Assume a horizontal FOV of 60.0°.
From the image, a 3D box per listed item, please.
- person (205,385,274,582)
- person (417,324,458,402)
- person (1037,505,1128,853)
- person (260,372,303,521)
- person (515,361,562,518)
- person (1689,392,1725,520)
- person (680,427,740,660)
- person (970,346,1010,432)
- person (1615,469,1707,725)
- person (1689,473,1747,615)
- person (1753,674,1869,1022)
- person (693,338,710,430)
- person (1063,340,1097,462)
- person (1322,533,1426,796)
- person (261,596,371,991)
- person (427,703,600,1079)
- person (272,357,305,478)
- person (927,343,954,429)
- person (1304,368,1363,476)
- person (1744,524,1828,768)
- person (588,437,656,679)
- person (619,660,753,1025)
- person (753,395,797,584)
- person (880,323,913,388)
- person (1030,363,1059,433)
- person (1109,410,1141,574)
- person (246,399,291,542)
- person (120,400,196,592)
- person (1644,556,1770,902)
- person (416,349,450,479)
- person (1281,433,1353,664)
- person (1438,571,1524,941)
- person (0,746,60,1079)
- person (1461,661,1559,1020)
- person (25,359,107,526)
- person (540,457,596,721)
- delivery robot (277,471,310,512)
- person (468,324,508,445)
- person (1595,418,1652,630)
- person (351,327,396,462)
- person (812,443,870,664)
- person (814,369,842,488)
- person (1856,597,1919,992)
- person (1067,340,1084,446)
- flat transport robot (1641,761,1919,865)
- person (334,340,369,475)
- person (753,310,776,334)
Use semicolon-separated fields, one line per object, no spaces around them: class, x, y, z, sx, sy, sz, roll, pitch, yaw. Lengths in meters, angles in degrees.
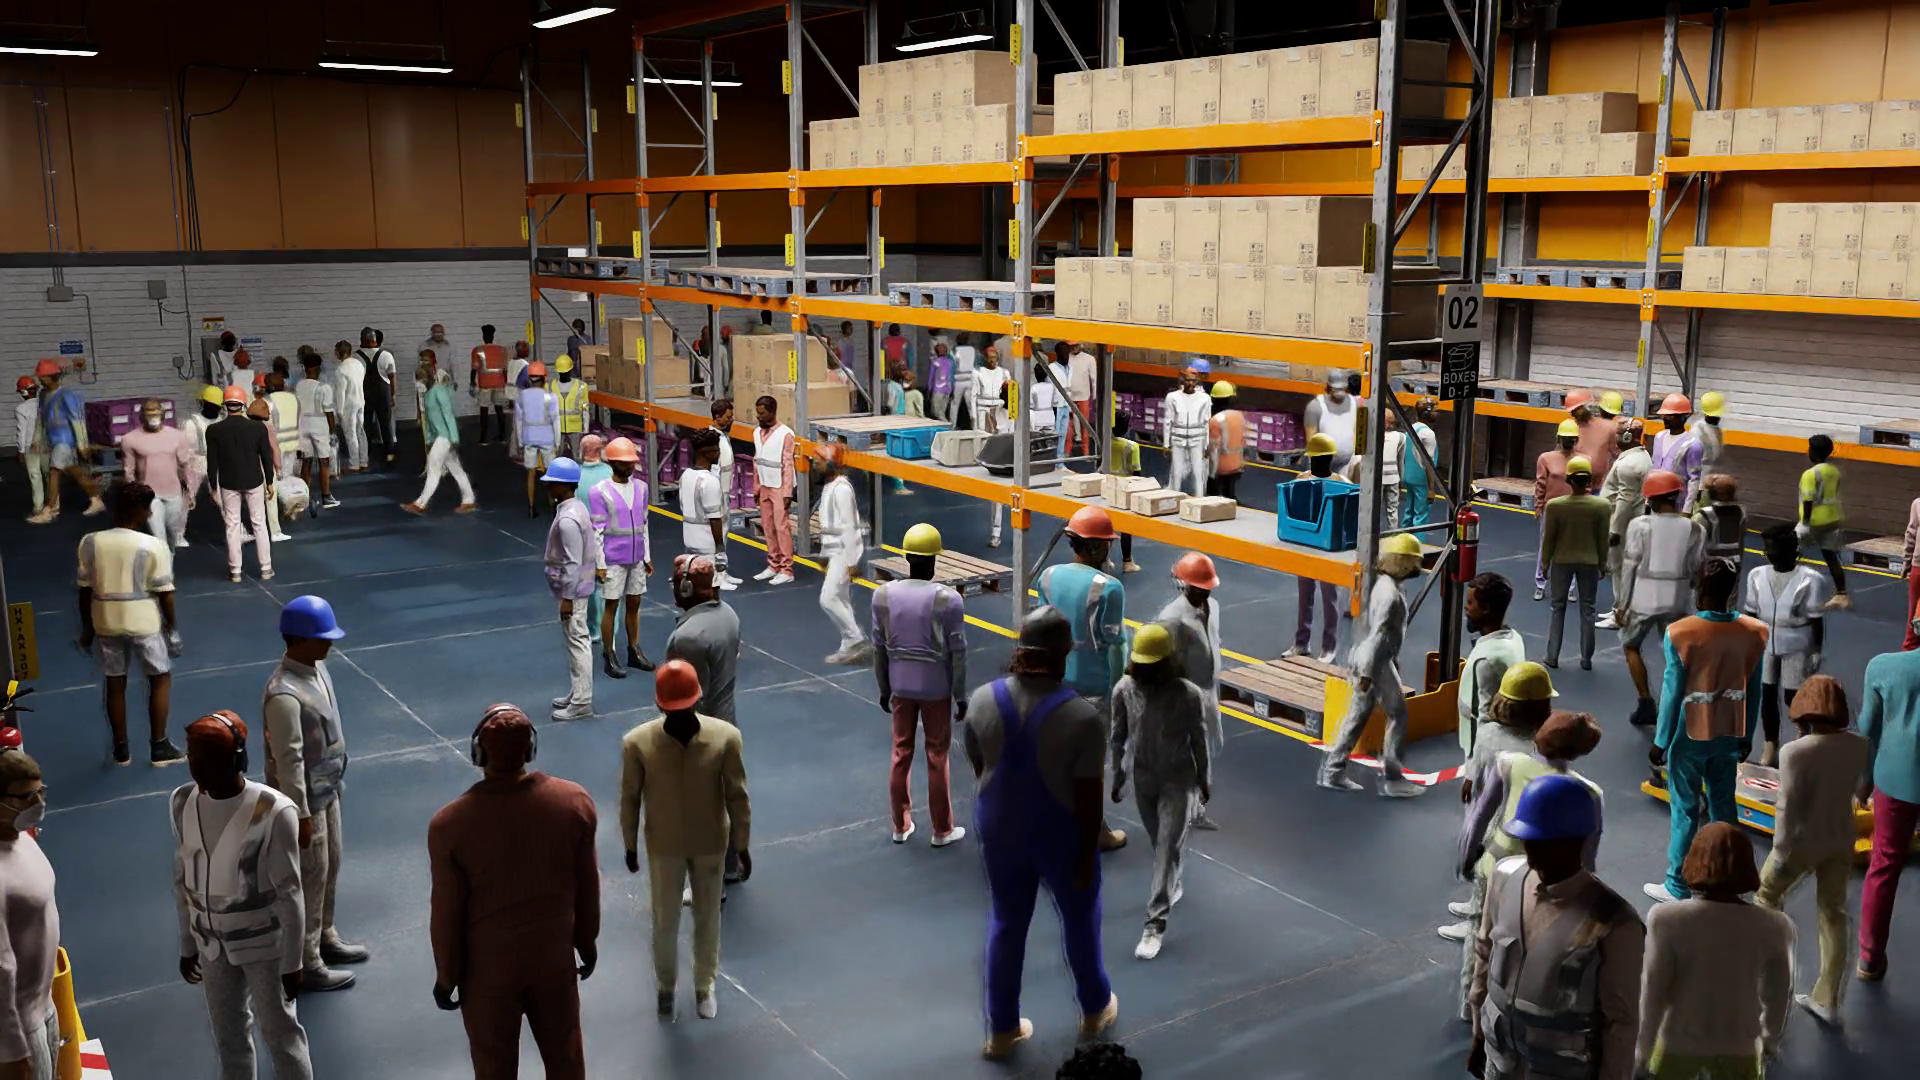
person;-7.304;-0.573;16.902;0.622;1.992;0.395;-5;12;-26
person;-8.779;-2.685;27.987;0.656;1.896;0.401;-6;12;-27
person;0.737;0.807;9.724;0.616;2.039;0.379;10;15;42
person;-8.220;-1.119;20.119;0.468;1.825;0.654;6;12;27
person;-5.155;-1.228;20.411;0.551;1.932;0.378;1;11;3
person;7.938;-0.654;17.646;0.381;1.870;0.803;11;15;43
person;-2.111;0.034;13.869;0.367;1.966;0.607;-7;13;-34
person;0.453;-1.775;23.381;0.629;1.880;0.367;-2;11;-12
person;5.014;0.446;11.887;0.655;1.910;0.459;1;11;7
person;6.174;0.272;13.556;0.528;1.616;0.385;-4;12;-18
person;3.941;1.404;7.805;0.492;1.603;0.672;-2;11;-11
person;-3.906;-2.174;25.515;0.344;1.840;0.504;0;11;-1
person;1.751;-2.149;25.012;0.622;1.984;0.423;2;11;11
person;2.702;0.802;10.607;0.751;1.698;0.500;1;11;6
person;-3.102;1.208;7.960;0.420;1.932;0.619;-2;11;-8
person;-1.679;1.547;6.282;0.651;1.906;0.403;-8;13;-34
person;-9.154;-1.589;22.633;0.637;1.794;0.912;-4;12;-19
person;-0.283;-2.436;27.374;0.548;1.619;0.486;-9;14;-39
person;4.285;-1.020;19.074;0.699;2.000;1.053;0;11;0
person;5.532;0.710;11.137;0.452;1.677;0.558;-9;14;-39
person;-2.710;0.134;13.421;0.350;1.942;0.545;10;15;41
person;-1.247;1.374;7.601;0.584;1.731;0.449;-3;11;-14
person;-1.881;-0.518;16.850;0.404;1.908;0.600;-10;15;-42
person;-1.158;-2.993;29.803;0.638;1.802;0.953;-1;11;-4
person;1.112;-1.594;22.892;0.539;1.696;0.317;-6;12;-27
person;1.651;-0.498;17.281;0.531;1.698;0.320;8;13;34
person;-7.935;-0.791;18.950;0.497;1.632;0.289;3;11;16
person;-8.024;-0.474;16.675;0.638;1.889;1.016;-8;14;-36
person;3.984;1.033;8.877;0.596;1.918;0.380;-2;11;-12
person;-7.427;-1.777;23.469;0.563;1.838;0.390;5;12;24
person;2.971;0.069;13.789;0.586;1.928;0.364;11;15;43
person;2.704;1.108;8.496;0.374;1.917;0.597;6;12;26
person;-3.235;1.645;5.708;0.373;1.936;0.627;-4;12;-21
person;2.498;1.393;7.489;0.295;1.743;0.492;-4;12;-19
person;-10.916;-1.213;20.217;0.598;1.989;1.036;8;14;36
person;-2.872;0.352;12.278;0.375;1.950;0.615;-2;11;-10
delivery robot;-8.233;-0.605;20.510;0.477;0.478;0.707;-5;13;-25
person;-7.616;-2.506;26.899;0.662;1.955;0.392;-8;14;-36
person;5.947;-0.147;14.949;0.410;1.909;0.643;6;13;30
person;-8.874;-2.201;25.117;0.683;2.000;0.538;-5;12;-23
person;-0.994;0.129;13.650;0.429;1.864;0.652;-3;12;-16
person;-1.876;-1.664;22.599;0.423;1.945;0.645;8;14;35
person;4.599;1.179;7.928;0.612;1.997;0.375;11;15;43
person;1.887;-2.417;26.808;0.404;1.818;0.602;0;11;2
flat transport robot;4.989;1.607;10.170;0.652;0.197;1.431;-6;13;-29
person;-8.749;-1.899;23.871;0.368;1.932;0.623;2;11;12
person;-3.725;-3.462;31.886;0.600;1.917;0.376;9;14;38
